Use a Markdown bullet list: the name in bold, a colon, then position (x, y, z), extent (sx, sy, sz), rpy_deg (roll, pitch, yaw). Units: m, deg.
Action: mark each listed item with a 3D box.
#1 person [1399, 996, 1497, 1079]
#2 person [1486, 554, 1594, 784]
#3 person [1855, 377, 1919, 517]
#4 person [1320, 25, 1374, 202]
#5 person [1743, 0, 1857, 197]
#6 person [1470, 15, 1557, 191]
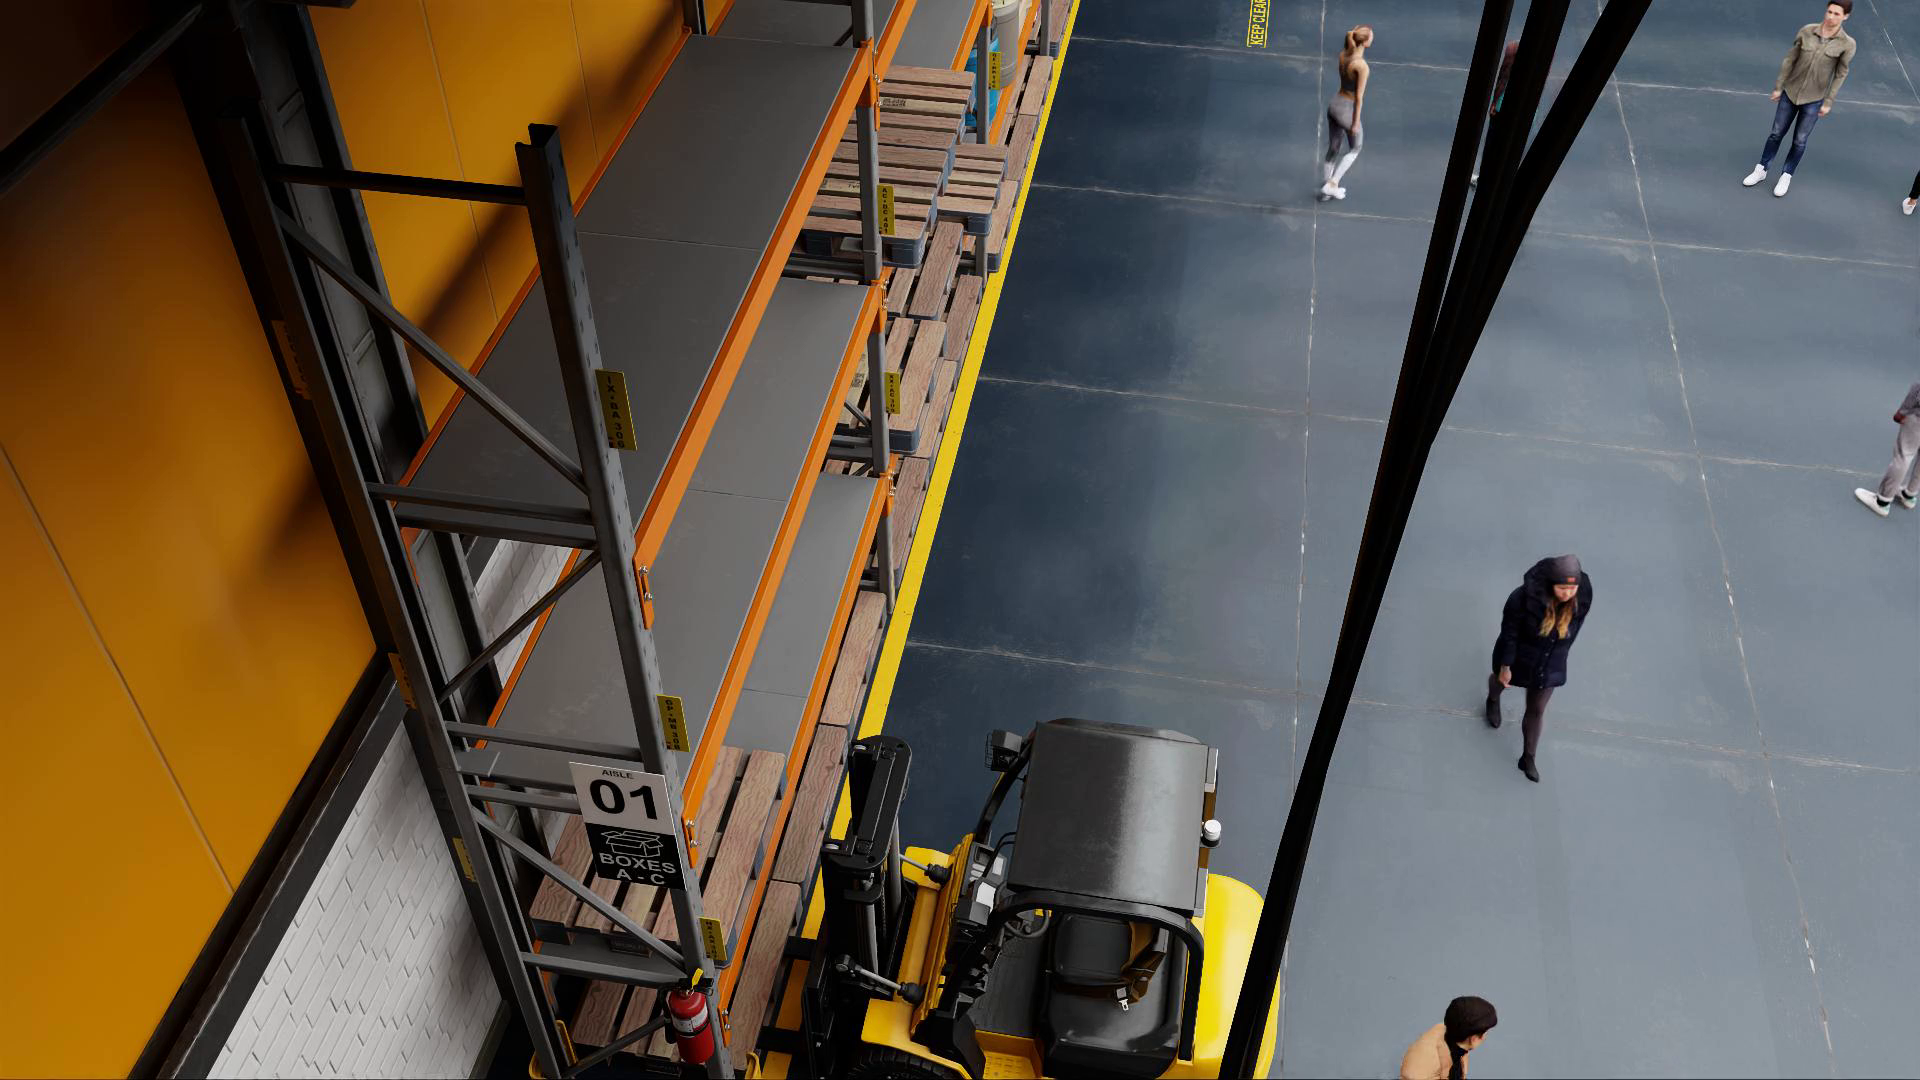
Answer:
- **person**: position (2.124, 2.793, 8.055), extent (0.805, 1.689, 0.939), rpy_deg (-25, 49, -24)
- **person**: position (3.527, 0.645, 10.349), extent (0.732, 1.634, 1.033), rpy_deg (3, 44, 3)
- **person**: position (6.968, -0.945, 11.873), extent (0.745, 1.834, 0.722), rpy_deg (-14, 45, -14)
- **person**: position (3.396, -3.817, 14.991), extent (0.749, 1.694, 0.688), rpy_deg (-20, 47, -19)
- **person**: position (7.682, -4.051, 15.111), extent (0.792, 1.865, 0.786), rpy_deg (30, 51, 28)
- **person**: position (5.031, -3.939, 15.036), extent (0.649, 1.807, 0.596), rpy_deg (0, 44, 0)
